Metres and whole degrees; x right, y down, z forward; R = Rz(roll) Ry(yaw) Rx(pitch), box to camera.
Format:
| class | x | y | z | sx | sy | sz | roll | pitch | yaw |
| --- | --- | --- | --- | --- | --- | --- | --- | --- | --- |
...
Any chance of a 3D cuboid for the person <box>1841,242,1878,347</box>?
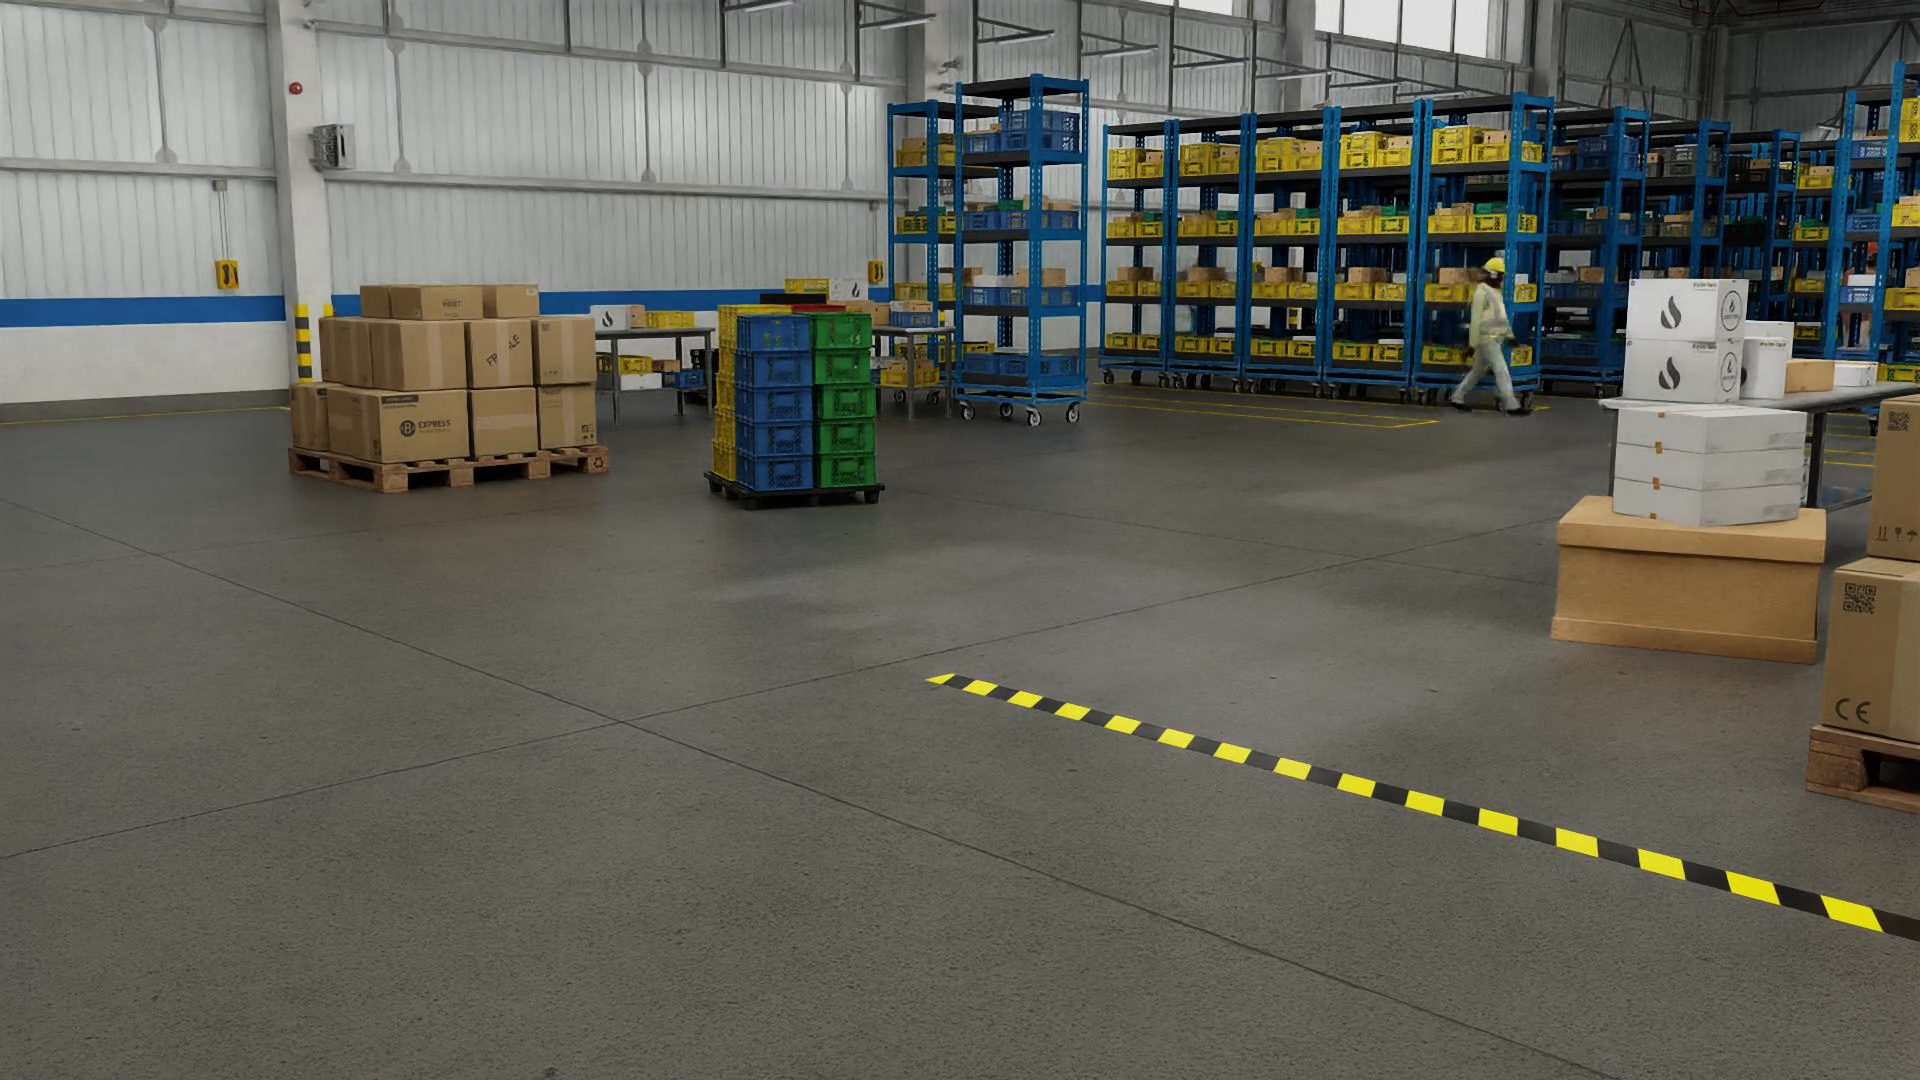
| class | x | y | z | sx | sy | sz | roll | pitch | yaw |
| --- | --- | --- | --- | --- | --- | --- | --- | --- | --- |
| person | 11.163 | -2.721 | 20.633 | 0.376 | 1.995 | 0.608 | -1 | 10 | -6 |

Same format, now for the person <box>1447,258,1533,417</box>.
| class | x | y | z | sx | sy | sz | roll | pitch | yaw |
| --- | --- | --- | --- | --- | --- | --- | --- | --- | --- |
| person | 5.924 | -2.259 | 18.577 | 0.966 | 1.757 | 0.573 | 5 | 11 | 28 |

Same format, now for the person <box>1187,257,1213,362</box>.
| class | x | y | z | sx | sy | sz | roll | pitch | yaw |
| --- | --- | --- | --- | --- | --- | --- | --- | --- | --- |
| person | 4.207 | -3.948 | 28.576 | 0.797 | 1.810 | 0.573 | -9 | 13 | -43 |
